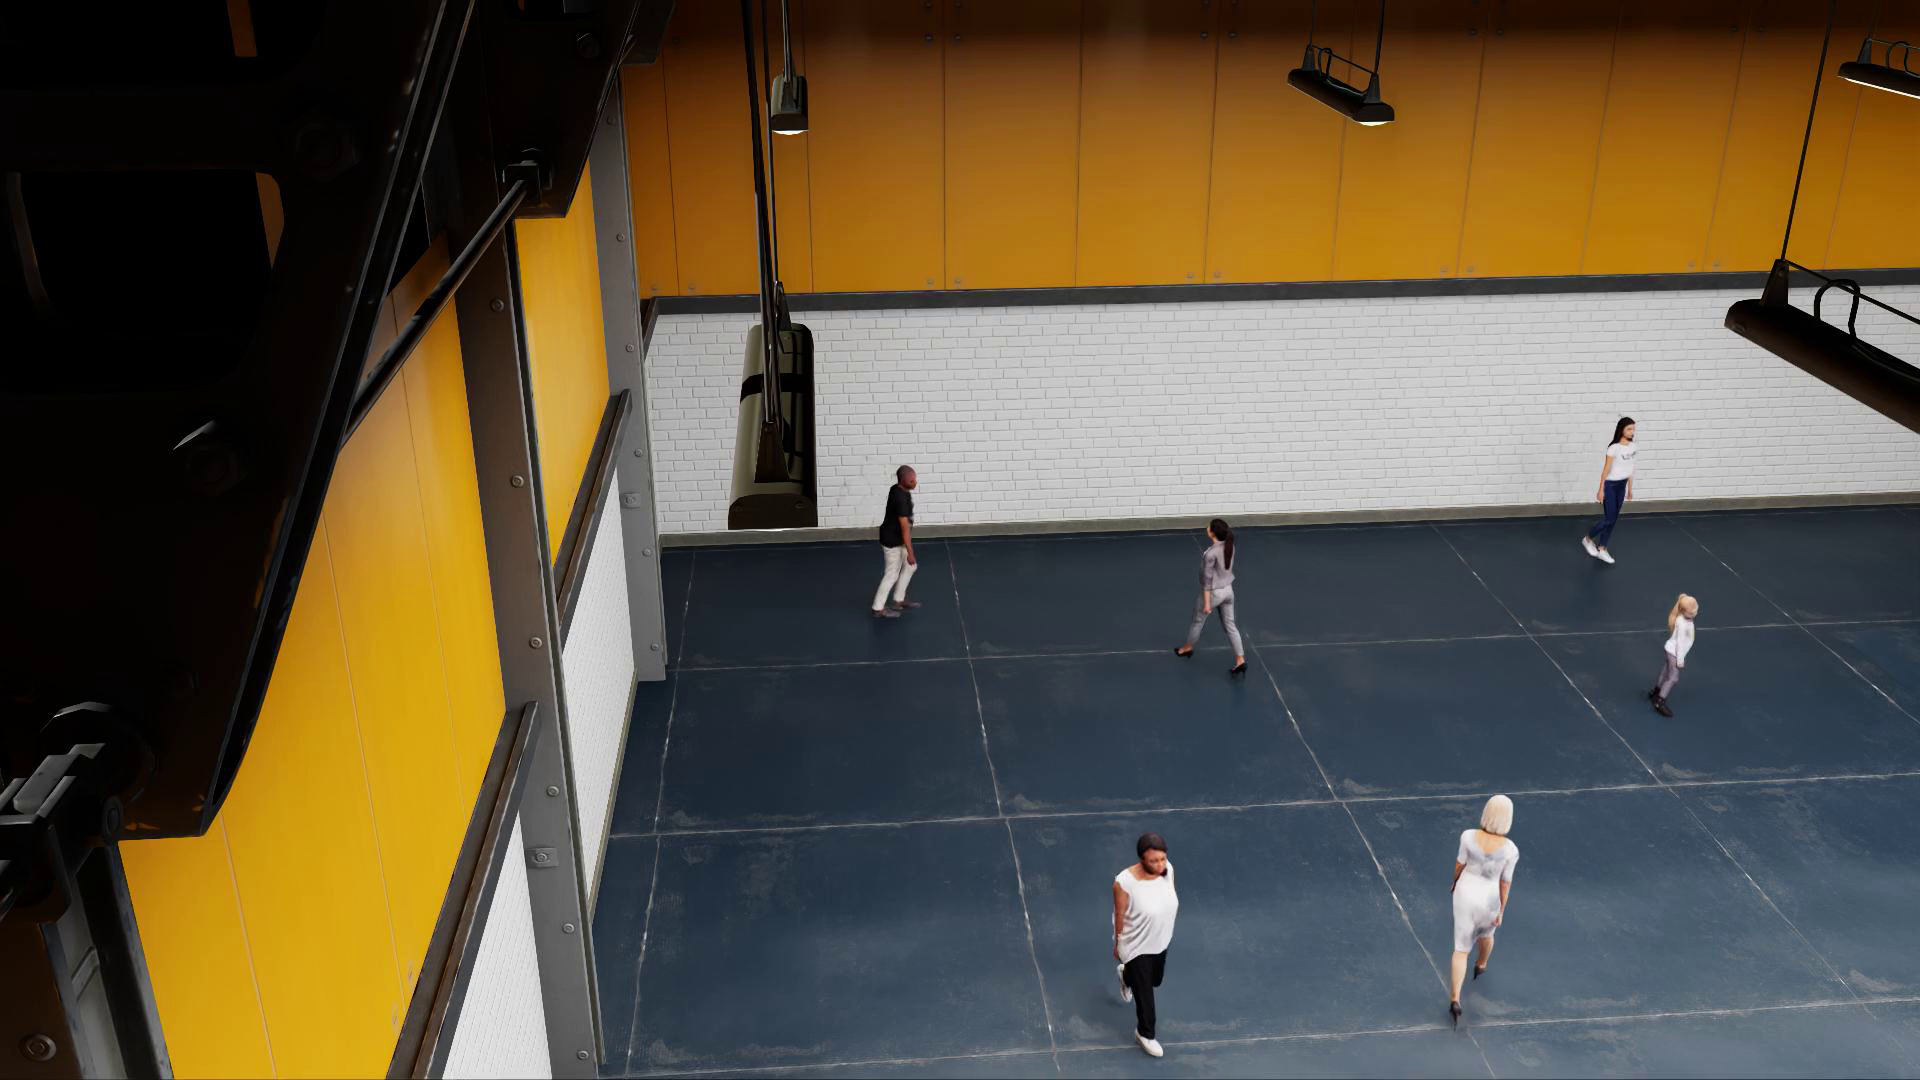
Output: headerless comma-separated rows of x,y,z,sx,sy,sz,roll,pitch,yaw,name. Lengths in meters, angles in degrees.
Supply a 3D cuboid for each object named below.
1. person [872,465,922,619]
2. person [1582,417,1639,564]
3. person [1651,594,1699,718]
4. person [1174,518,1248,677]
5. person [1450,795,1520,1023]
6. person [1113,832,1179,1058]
-0.751,0.030,17.781,0.730,1.764,0.699,-5,24,-11,person
7.478,-0.604,19.232,0.716,1.763,0.767,-14,27,-30,person
6.871,1.065,16.044,0.778,1.257,0.608,4,24,10,person
2.631,0.616,16.608,1.057,1.630,1.191,-20,31,-38,person
3.682,2.640,11.877,0.929,1.709,1.149,10,26,22,person
1.275,2.763,11.645,0.891,1.670,1.032,-14,27,-29,person
